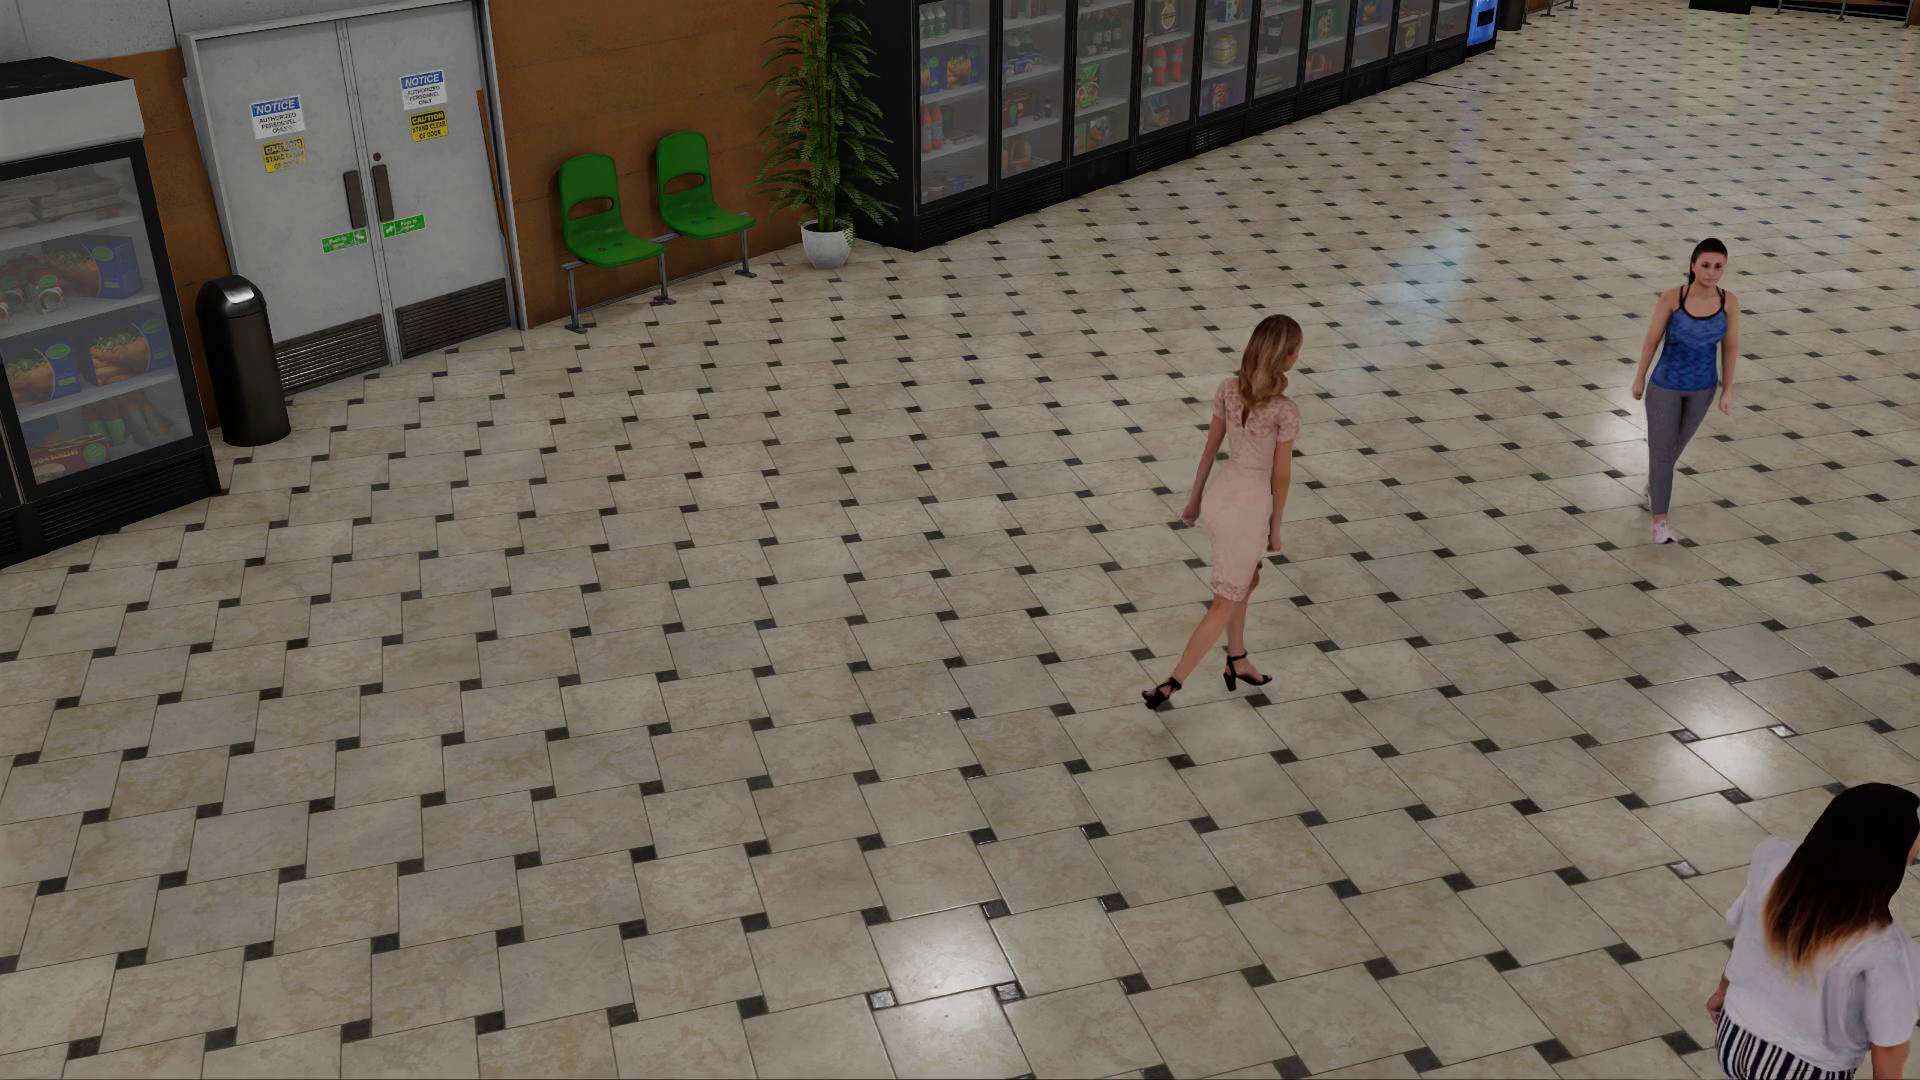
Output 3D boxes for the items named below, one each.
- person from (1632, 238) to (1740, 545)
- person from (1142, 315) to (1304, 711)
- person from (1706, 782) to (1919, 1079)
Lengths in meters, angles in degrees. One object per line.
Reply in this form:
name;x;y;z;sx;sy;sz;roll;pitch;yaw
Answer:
person;3.775;-0.810;8.721;1.068;1.571;1.011;3;27;6
person;1.090;-0.038;6.961;0.844;1.788;0.997;-19;33;-33
person;2.110;1.350;4.361;0.928;1.664;0.867;-6;28;-13
